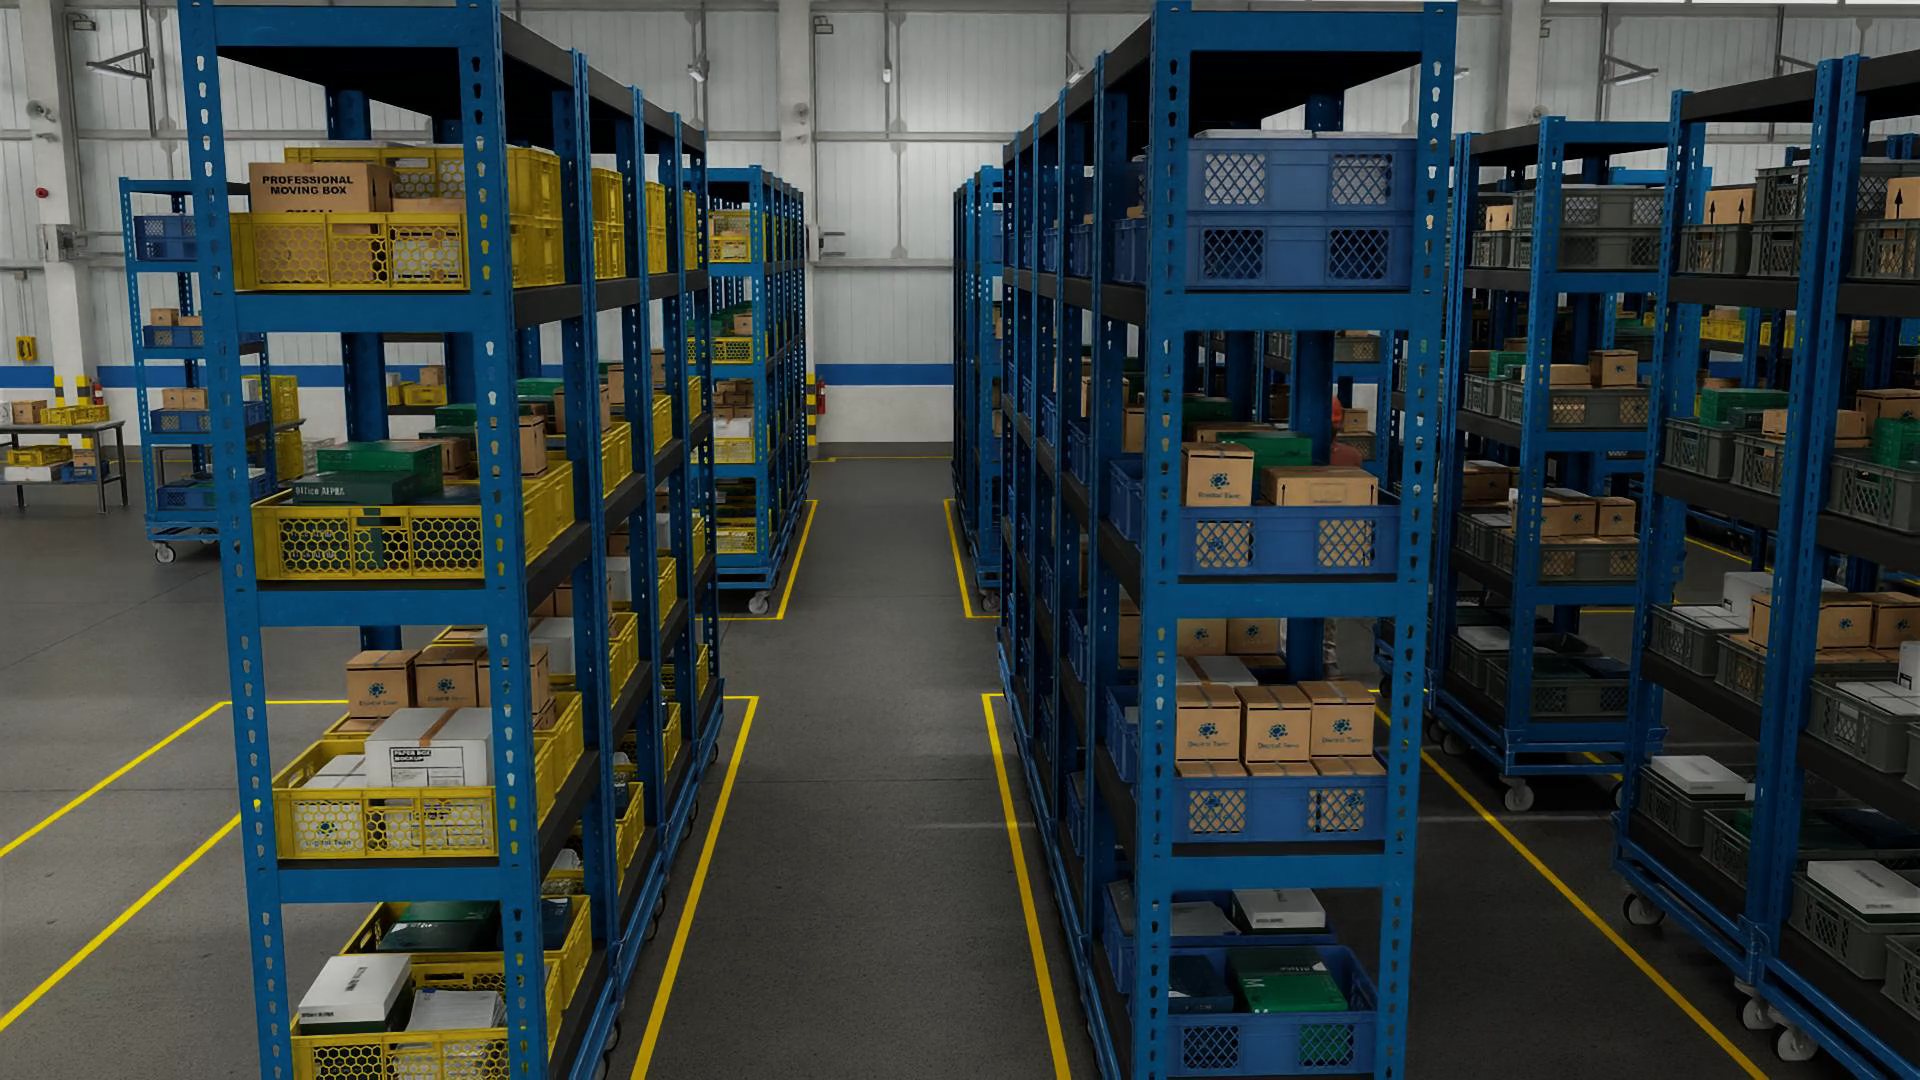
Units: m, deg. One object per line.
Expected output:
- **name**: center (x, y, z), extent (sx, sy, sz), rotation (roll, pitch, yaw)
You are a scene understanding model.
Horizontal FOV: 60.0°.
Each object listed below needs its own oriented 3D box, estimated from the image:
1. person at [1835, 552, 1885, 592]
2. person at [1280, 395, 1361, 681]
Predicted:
- **person**: center (6.714, -0.085, 12.251), extent (0.592, 1.834, 0.404), rotation (-4, 11, -21)
- **person**: center (2.448, -0.005, 11.357), extent (0.610, 1.990, 0.390), rotation (-2, 10, -9)
